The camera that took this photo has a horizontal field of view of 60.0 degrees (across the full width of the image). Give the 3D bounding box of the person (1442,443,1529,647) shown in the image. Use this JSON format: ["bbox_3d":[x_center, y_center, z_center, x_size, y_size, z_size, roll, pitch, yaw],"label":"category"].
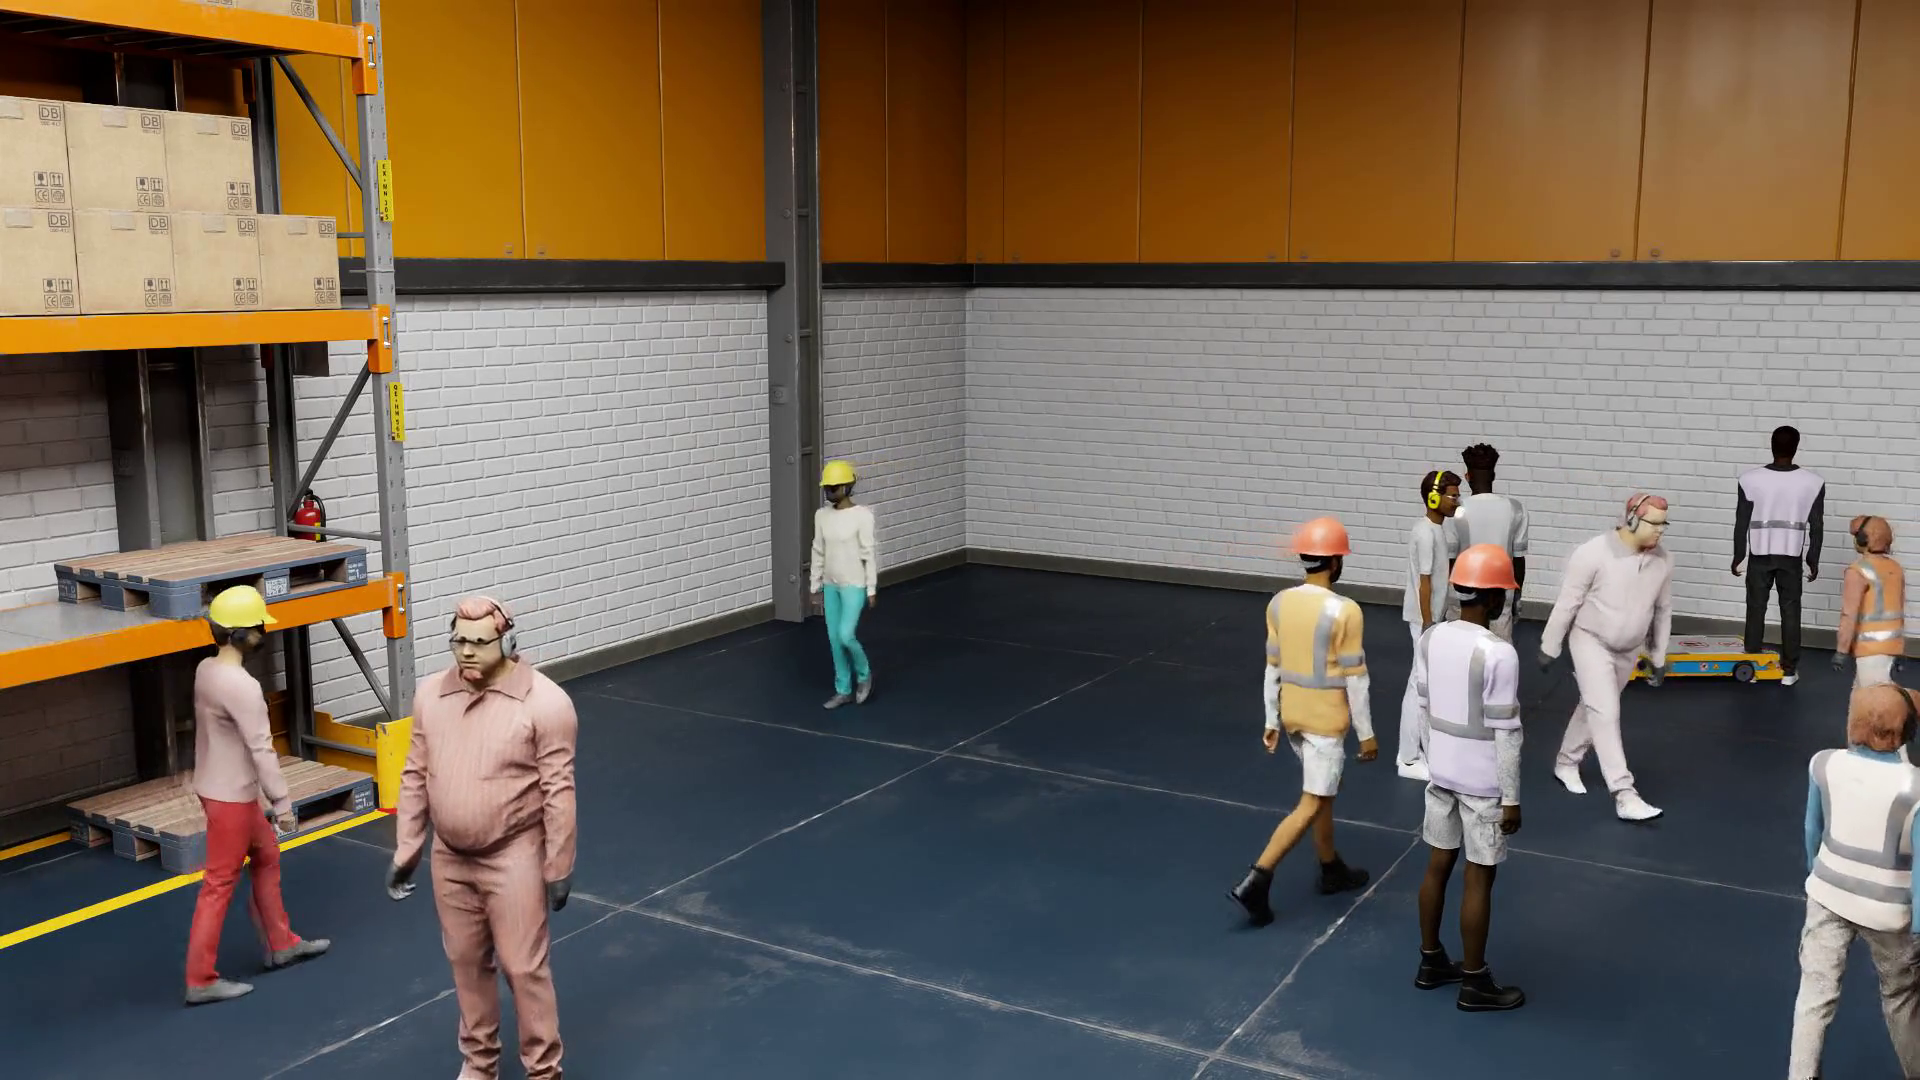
[{"bbox_3d":[3.310,0.359,10.633,0.603,1.959,0.374,-1,9,-4],"label":"person"}]

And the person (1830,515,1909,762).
[{"bbox_3d":[5.437,0.671,9.812,0.531,1.604,0.600,-7,11,-36],"label":"person"}]

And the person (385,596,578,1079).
[{"bbox_3d":[-1.697,1.137,5.967,0.659,1.904,0.439,3,10,18],"label":"person"}]

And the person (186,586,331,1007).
[{"bbox_3d":[-2.964,1.050,7.009,0.776,1.733,0.549,-8,12,-40],"label":"person"}]

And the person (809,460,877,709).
[{"bbox_3d":[-0.828,0.320,11.519,0.542,1.750,0.367,7,11,37],"label":"person"}]

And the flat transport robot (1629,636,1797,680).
[{"bbox_3d":[5.475,0.886,12.598,1.431,0.197,0.652,0,9,-2],"label":"flat transport robot"}]

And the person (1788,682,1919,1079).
[{"bbox_3d":[3.271,1.289,5.924,0.835,1.591,0.544,-6,11,-31],"label":"person"}]

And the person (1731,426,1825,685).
[{"bbox_3d":[6.028,0.116,12.280,0.599,1.917,0.377,3,10,19],"label":"person"}]

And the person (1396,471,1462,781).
[{"bbox_3d":[2.822,0.506,10.015,0.310,1.864,0.534,3,9,15],"label":"person"}]

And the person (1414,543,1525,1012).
[{"bbox_3d":[2.121,0.972,6.880,0.356,1.938,0.544,-4,10,-25],"label":"person"}]

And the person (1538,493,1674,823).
[{"bbox_3d":[3.672,0.630,9.373,0.677,1.826,1.032,-3,10,-21],"label":"person"}]

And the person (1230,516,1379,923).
[{"bbox_3d":[1.628,0.837,7.851,0.933,1.904,0.544,-5,10,-29],"label":"person"}]
